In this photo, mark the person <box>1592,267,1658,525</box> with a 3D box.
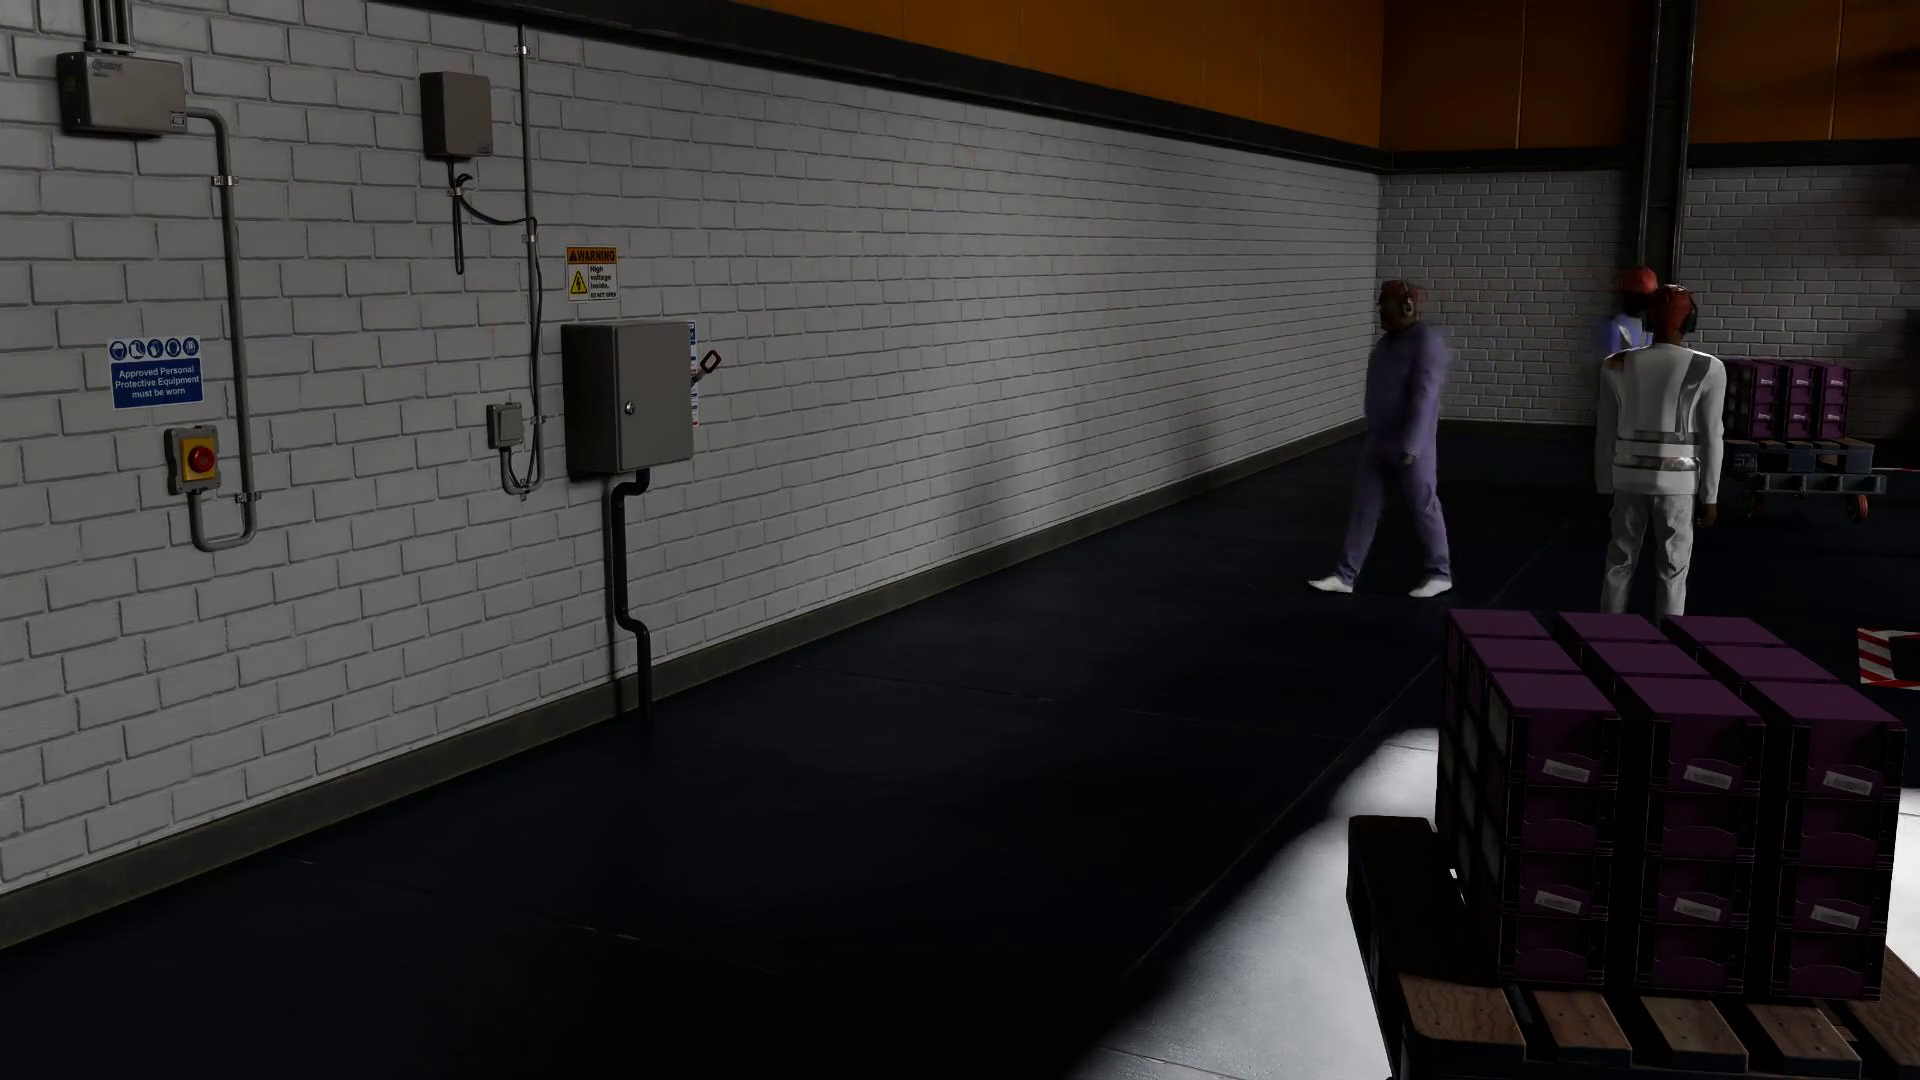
[{"bbox_3d":[4.937,-1.043,12.259,0.574,1.919,0.421,-6,12,-32],"label":"person"}]

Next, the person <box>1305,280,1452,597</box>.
[{"bbox_3d":[2.537,-0.570,9.709,0.754,1.889,0.673,-4,11,-22],"label":"person"}]

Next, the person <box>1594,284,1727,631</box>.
[{"bbox_3d":[3.246,-0.245,7.766,0.576,1.880,0.351,8,13,41],"label":"person"}]
